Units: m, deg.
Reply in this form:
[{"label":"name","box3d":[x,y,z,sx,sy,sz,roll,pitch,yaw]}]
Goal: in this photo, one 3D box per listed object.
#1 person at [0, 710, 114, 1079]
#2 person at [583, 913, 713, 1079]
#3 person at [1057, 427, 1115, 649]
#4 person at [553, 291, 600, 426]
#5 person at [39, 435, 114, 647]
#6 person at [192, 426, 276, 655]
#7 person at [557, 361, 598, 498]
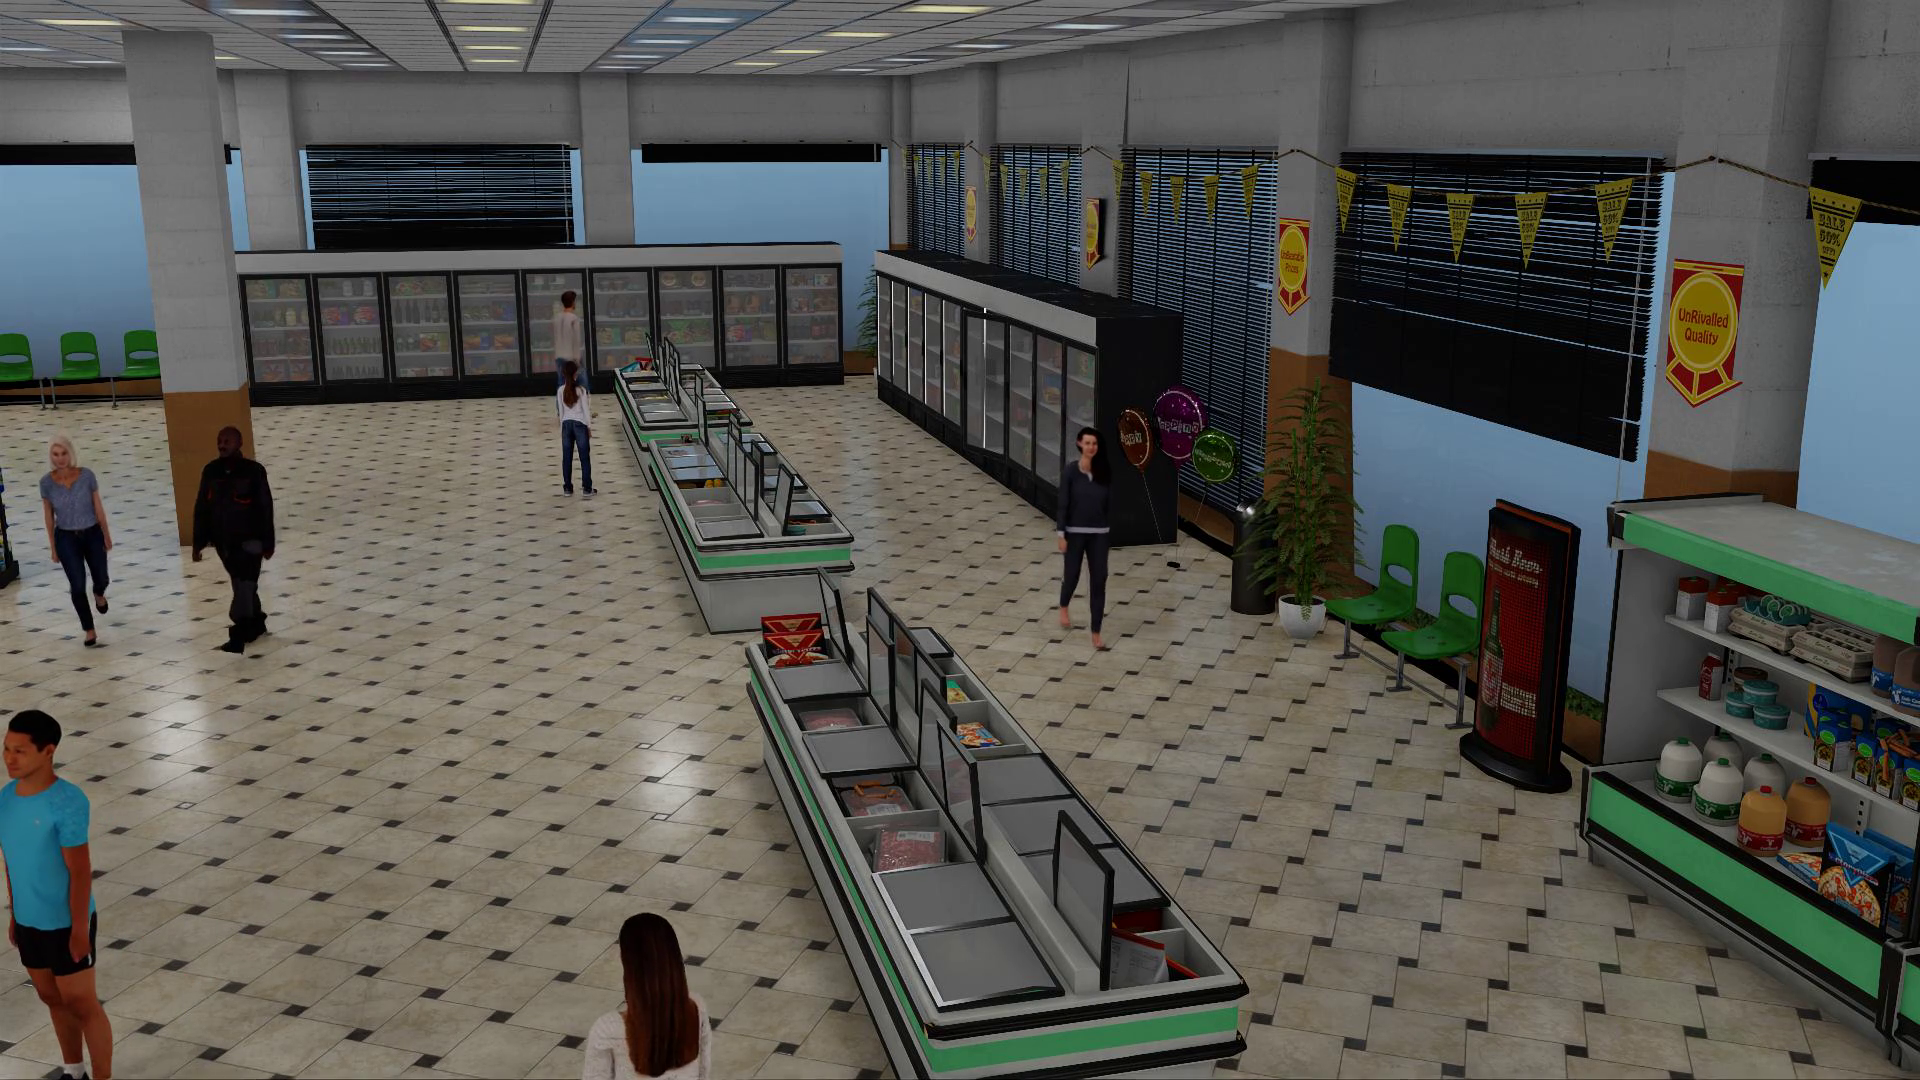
[{"label":"person","box3d":[-3.725,1.541,6.869,0.697,1.775,0.745,6,15,25]},{"label":"person","box3d":[-0.905,2.003,5.170,0.780,1.679,0.840,-10,17,-37]},{"label":"person","box3d":[0.987,-0.047,13.502,0.677,1.736,1.111,-2,14,-10]},{"label":"person","box3d":[-5.595,-2.551,23.528,0.932,1.876,1.011,6,15,23]},{"label":"person","box3d":[-7.125,-0.018,13.454,0.753,1.701,0.970,-9,16,-32]},{"label":"person","box3d":[-5.716,-0.021,13.274,0.964,1.792,1.282,1,14,4]},{"label":"person","box3d":[-4.389,-1.269,18.915,0.602,1.558,0.625,1,14,6]}]
